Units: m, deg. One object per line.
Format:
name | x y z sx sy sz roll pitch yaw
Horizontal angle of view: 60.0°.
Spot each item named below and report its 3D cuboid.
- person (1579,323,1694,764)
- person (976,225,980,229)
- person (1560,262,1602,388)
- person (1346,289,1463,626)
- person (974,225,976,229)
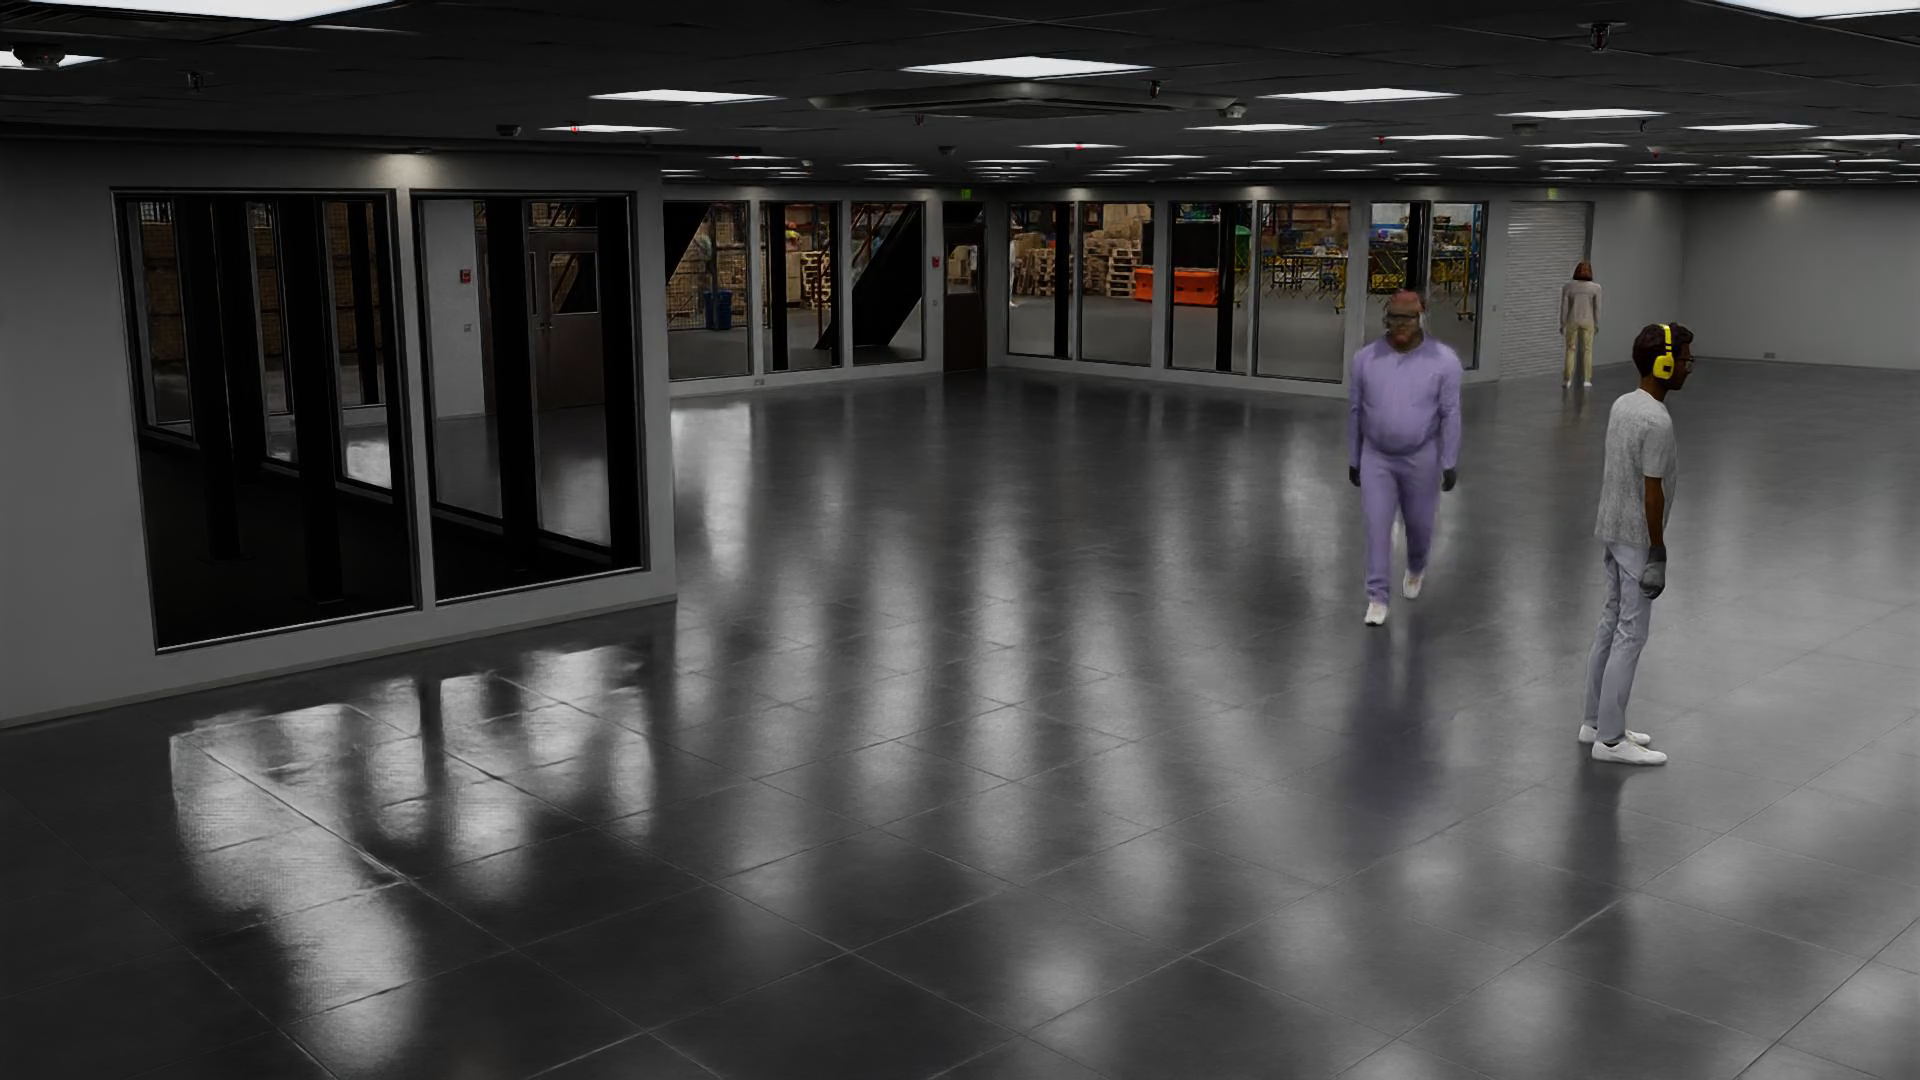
person | 2.860 0.018 7.016 0.328 1.861 0.503 0 11 1
person | 0.485 -7.532 44.714 0.619 1.896 1.057 1 11 4
person | 8.083 -2.801 21.682 0.497 1.633 0.284 4 12 18
person | 2.536 -0.499 9.541 0.646 1.879 0.883 4 12 21
person | 0.511 -8.456 49.266 0.374 1.935 0.552 10 15 42
